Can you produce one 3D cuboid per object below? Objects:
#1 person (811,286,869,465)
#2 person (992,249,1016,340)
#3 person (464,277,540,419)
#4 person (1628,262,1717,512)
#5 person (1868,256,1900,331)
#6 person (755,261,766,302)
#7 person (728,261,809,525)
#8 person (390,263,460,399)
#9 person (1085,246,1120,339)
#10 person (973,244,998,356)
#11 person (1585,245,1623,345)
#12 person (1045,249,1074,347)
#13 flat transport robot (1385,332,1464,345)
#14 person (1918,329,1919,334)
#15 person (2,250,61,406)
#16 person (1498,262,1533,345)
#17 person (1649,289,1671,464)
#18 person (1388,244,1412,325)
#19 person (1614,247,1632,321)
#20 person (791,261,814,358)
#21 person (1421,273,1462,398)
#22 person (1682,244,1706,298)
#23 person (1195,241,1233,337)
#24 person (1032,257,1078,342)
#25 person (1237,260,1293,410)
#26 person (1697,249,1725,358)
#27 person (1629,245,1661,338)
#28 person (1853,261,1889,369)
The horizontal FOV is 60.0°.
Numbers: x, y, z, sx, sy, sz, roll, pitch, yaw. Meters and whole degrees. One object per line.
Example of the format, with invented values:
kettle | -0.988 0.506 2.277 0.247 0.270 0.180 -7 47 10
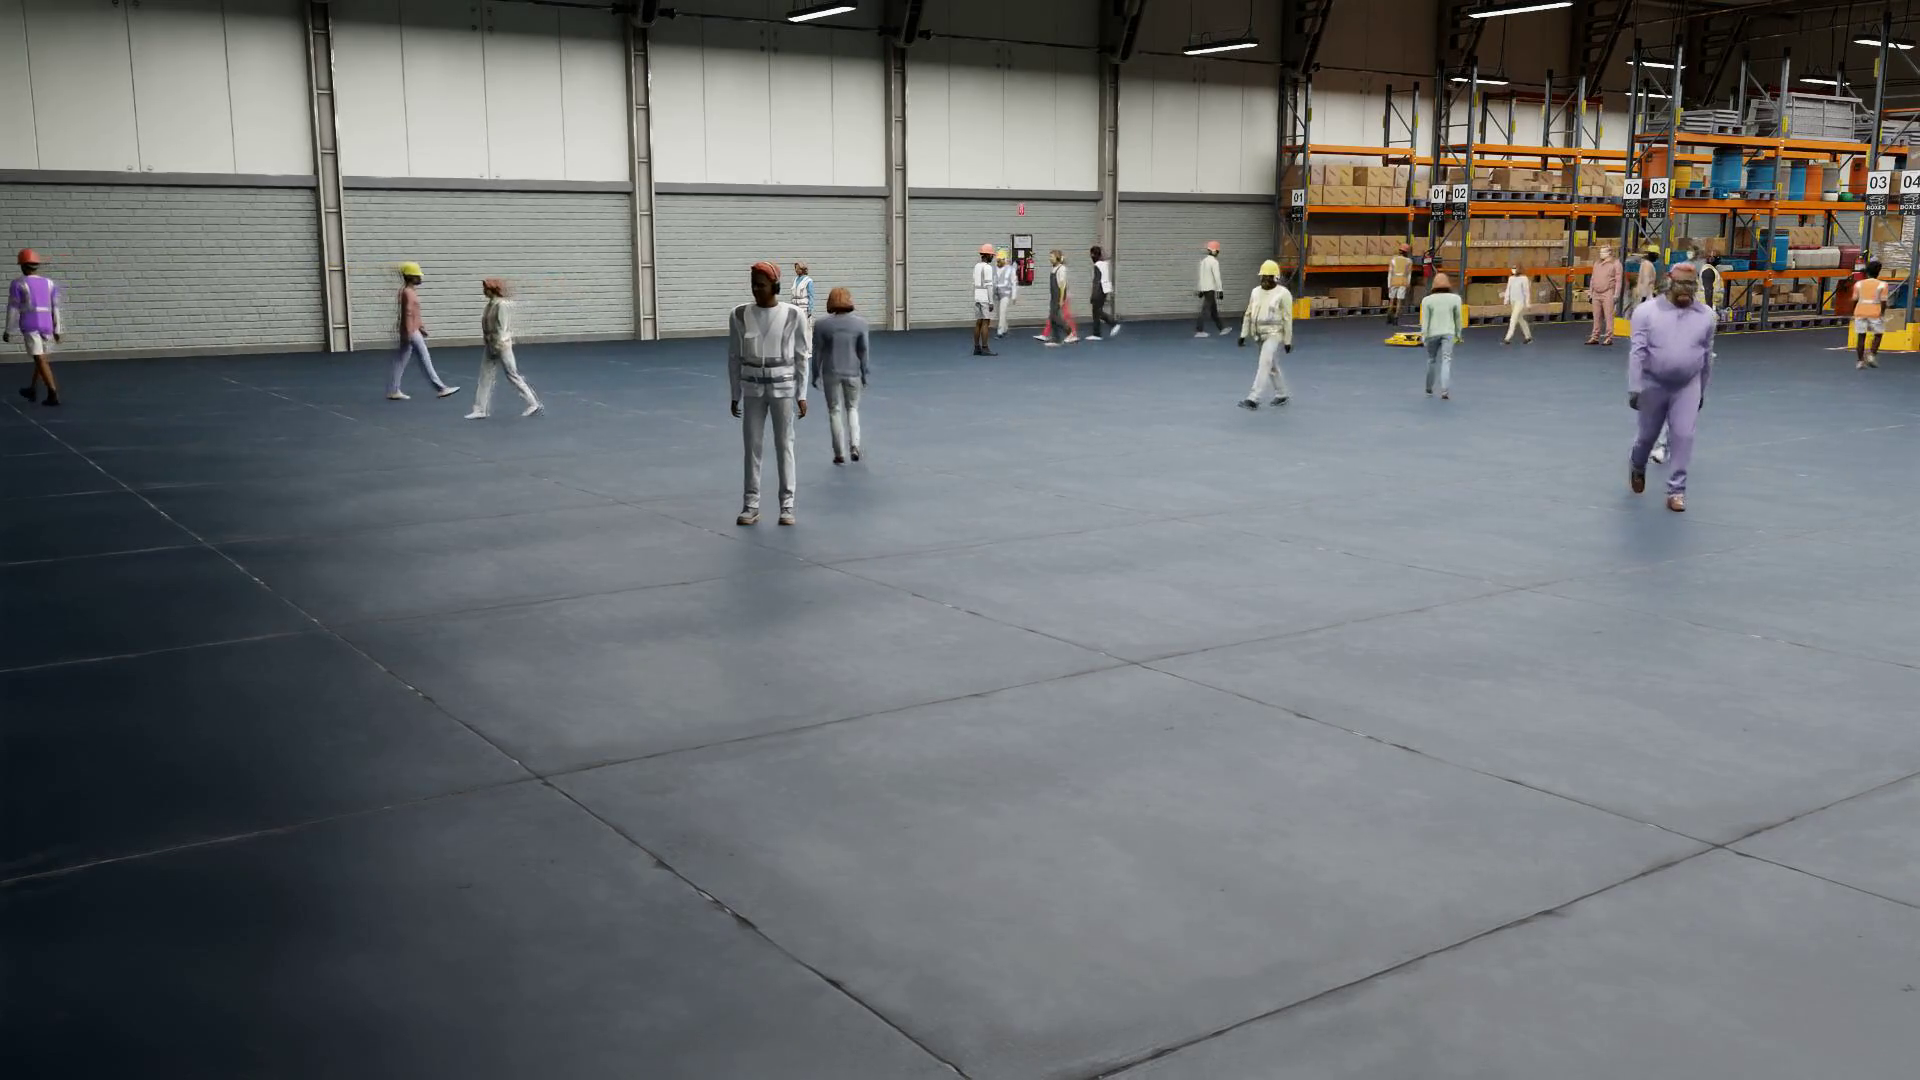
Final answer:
person | -1.084 -1.485 15.052 0.503 1.617 0.368 -3 11 -15
person | 0.872 -4.964 33.625 0.600 1.809 0.798 5 12 27
person | -5.219 -2.181 18.901 0.830 1.604 0.510 -9 14 -40
person | 5.429 -1.192 12.755 0.624 1.875 0.808 3 11 14
person | 18.677 -5.081 33.602 0.605 2.045 0.387 9 14 40
person | -3.375 -3.971 28.629 0.309 1.641 0.515 -3 11 -18
person | -1.370 -1.045 11.914 0.574 1.884 0.357 1 10 5
person | -6.847 -2.635 21.079 0.882 1.727 0.528 -4 11 -21
person | 2.839 -4.929 33.240 0.602 1.880 0.642 3 11 16
person | 0.444 -4.166 28.885 0.374 1.933 0.550 -5 12 -28
person | 12.248 -4.657 31.663 0.405 1.904 0.652 -7 12 -32
person | 1.825 -4.505 31.034 0.456 1.827 0.533 -3 11 -17
flat transport robot | 8.880 -3.859 31.769 1.431 0.197 0.652 -6 12 -28
person | 13.032 -2.859 22.046 0.542 1.819 0.973 6 12 28
person | -11.390 -2.594 20.387 0.966 1.885 0.571 6 12 28
person | 10.667 -4.512 31.756 0.886 1.584 0.480 -4 11 -19
person | 6.447 -1.531 15.101 0.918 1.695 0.496 -10 14 -43
person | 10.339 -6.003 39.097 0.541 1.876 0.968 4 11 20
person | 14.451 -5.449 36.170 0.757 1.840 0.575 -8 13 -38
person | -2.677 -3.898 28.227 0.513 1.641 0.309 10 14 43
person | 6.191 -2.629 21.411 0.509 1.592 0.859 3 11 14
person | 13.810 -4.620 31.415 0.466 1.922 0.646 -6 12 -31
person | 5.274 -5.164 34.310 0.989 1.946 0.651 -3 11 -15
person | 1.897 -4.719 32.512 0.897 1.721 0.534 -2 11 -11
person | 3.690 -2.460 19.985 0.966 1.781 0.596 -7 12 -33
person | 12.845 -4.046 28.486 0.429 1.844 0.627 4 11 23
person | 13.966 -4.984 33.525 0.840 1.883 0.580 2 11 13
person | 14.174 -3.498 25.915 0.417 1.683 0.539 -10 14 -43
